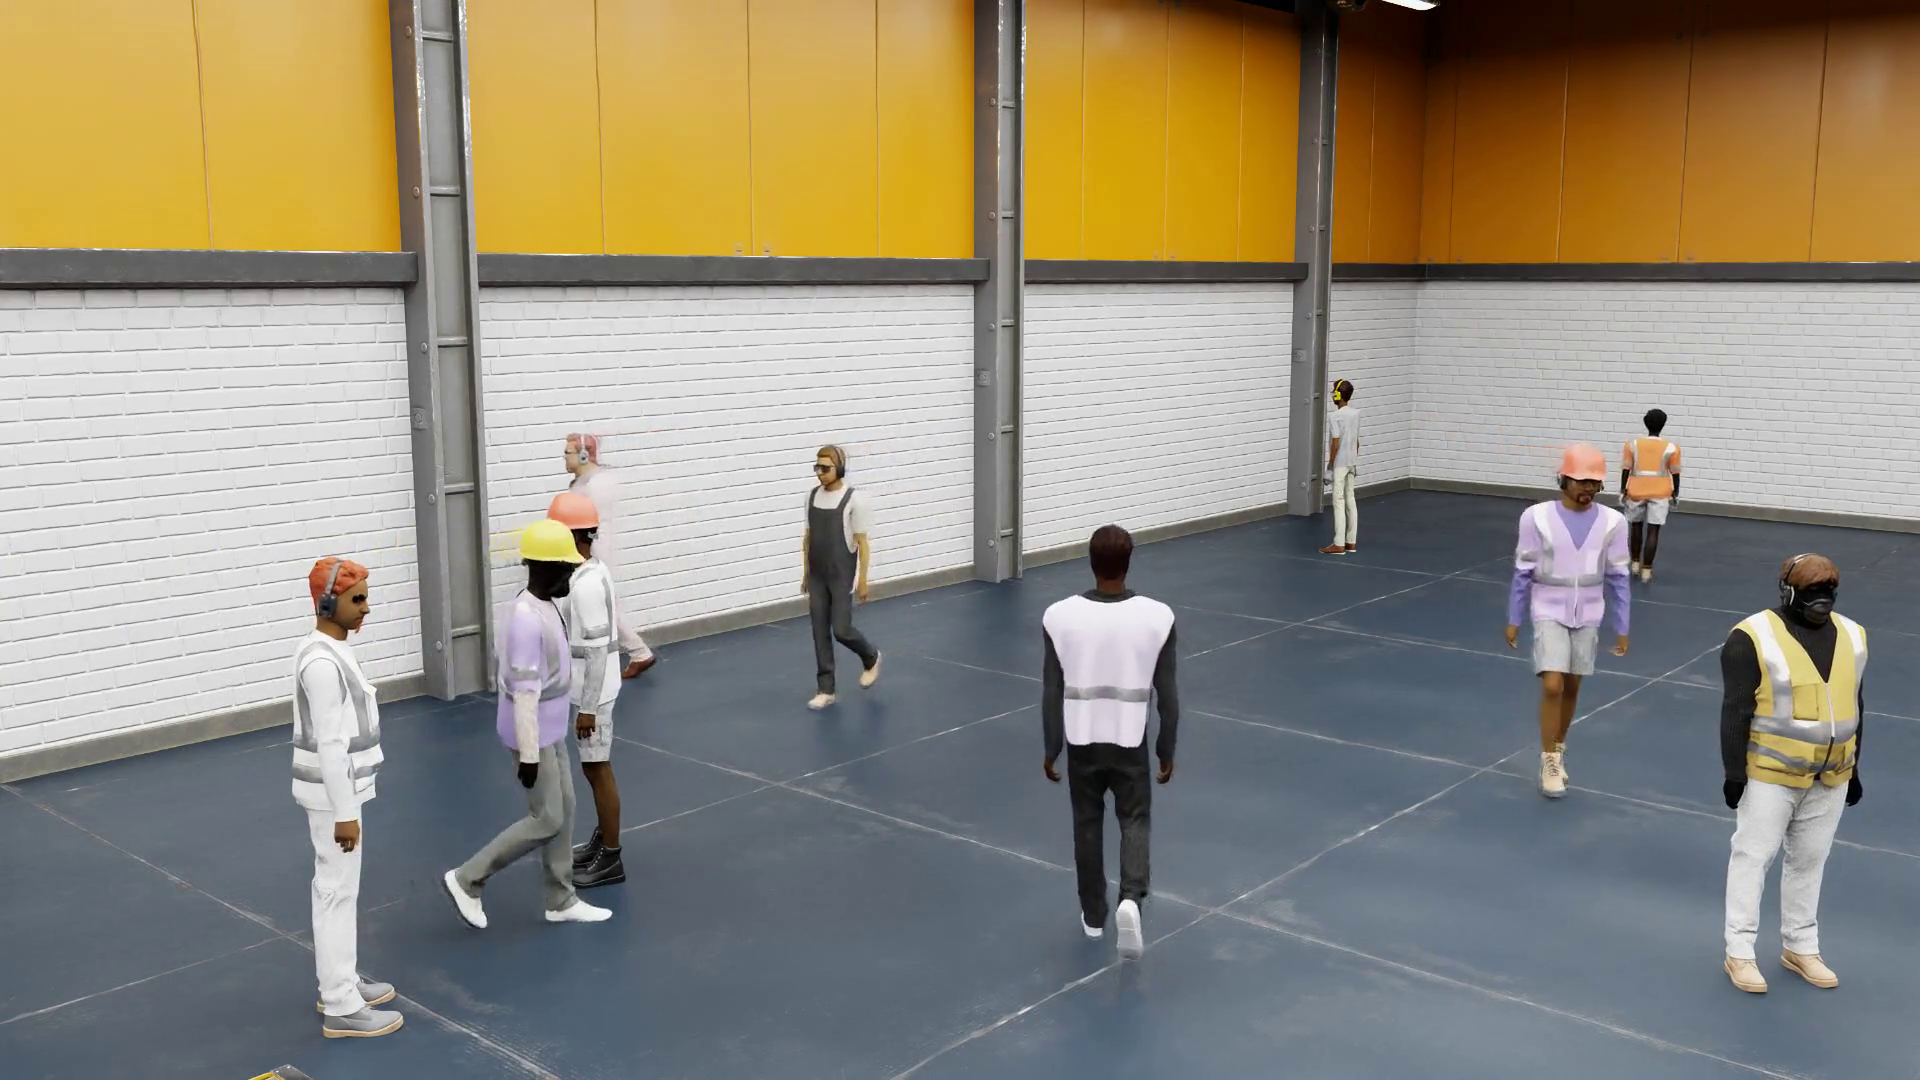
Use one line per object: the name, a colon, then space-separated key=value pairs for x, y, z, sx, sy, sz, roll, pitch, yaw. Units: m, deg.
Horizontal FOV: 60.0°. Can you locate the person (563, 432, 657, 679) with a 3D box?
person: x=-2.661 y=0.146 z=11.993 sx=0.941 sy=1.870 sz=0.658 roll=-3 pitch=9 yaw=-17

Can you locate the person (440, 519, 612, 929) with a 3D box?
person: x=-1.961 y=0.846 z=7.496 sx=0.636 sy=1.907 sz=0.589 roll=-1 pitch=9 yaw=-6

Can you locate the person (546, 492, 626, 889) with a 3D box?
person: x=-1.842 y=0.728 z=8.109 sx=0.376 sy=1.936 sz=0.549 roll=-2 pitch=9 yaw=-13

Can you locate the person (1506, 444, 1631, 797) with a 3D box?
person: x=3.510 y=0.465 z=9.506 sx=0.651 sy=2.014 sz=0.802 roll=1 pitch=9 yaw=4

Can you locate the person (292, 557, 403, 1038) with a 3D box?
person: x=-2.438 y=1.002 z=6.554 sx=0.354 sy=1.886 sz=0.572 roll=-4 pitch=10 yaw=-21

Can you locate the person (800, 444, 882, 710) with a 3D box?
person: x=-0.844 y=0.239 z=11.528 sx=0.513 sy=1.829 sz=0.606 roll=6 pitch=11 yaw=33

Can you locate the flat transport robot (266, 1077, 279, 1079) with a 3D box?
flat transport robot: x=-2.123 y=2.021 z=5.205 sx=1.431 sy=0.197 sz=0.652 roll=8 pitch=12 yaw=40

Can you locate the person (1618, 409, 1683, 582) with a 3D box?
person: x=6.765 y=-0.448 z=16.279 sx=0.557 sy=1.673 sz=0.654 roll=5 pitch=10 yaw=29

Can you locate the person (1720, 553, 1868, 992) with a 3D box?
person: x=3.479 y=0.964 z=6.930 sx=0.636 sy=1.842 sz=0.429 roll=-1 pitch=9 yaw=-8

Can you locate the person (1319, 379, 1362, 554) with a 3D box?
person: x=4.074 y=-0.780 z=17.787 sx=0.518 sy=1.874 sz=0.330 roll=-8 pitch=12 yaw=-41

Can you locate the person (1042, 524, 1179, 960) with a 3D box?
person: x=0.652 y=0.884 z=7.270 sx=0.597 sy=1.901 sz=0.694 roll=1 pitch=9 yaw=4
